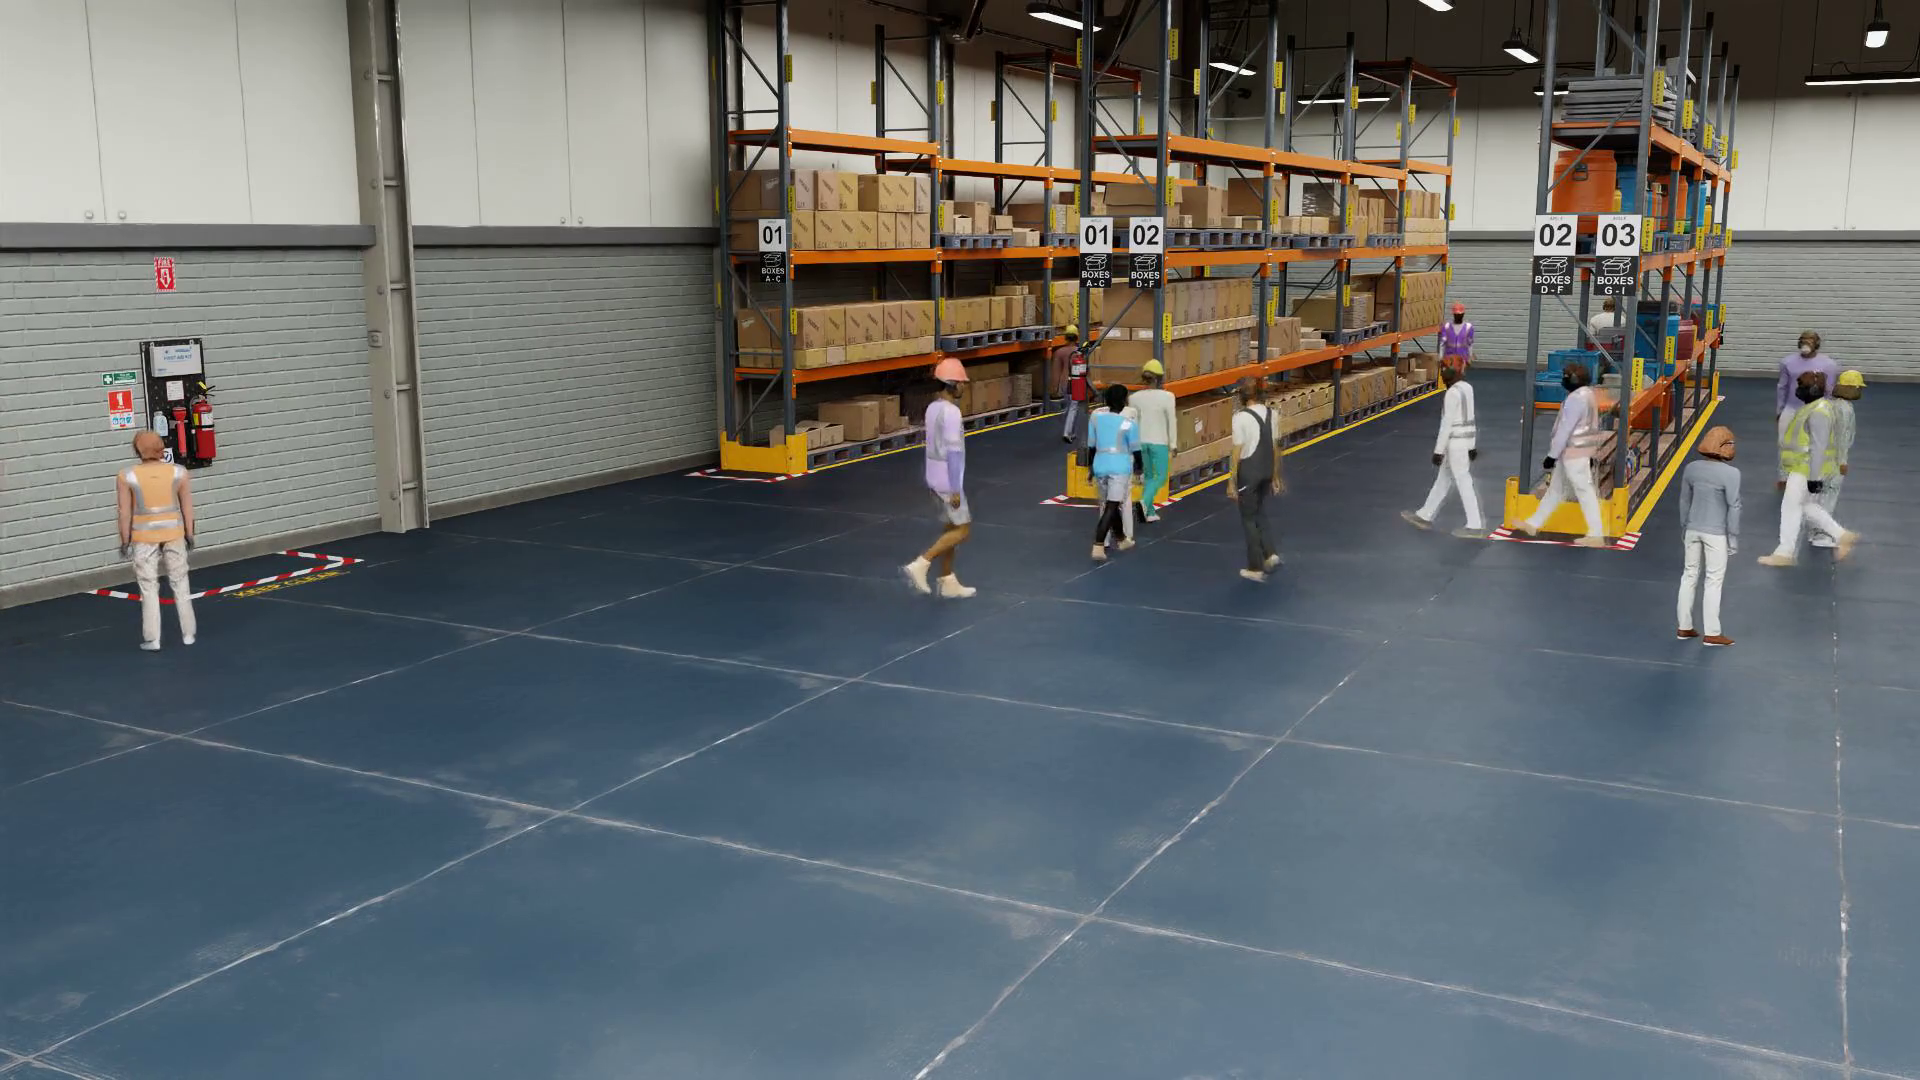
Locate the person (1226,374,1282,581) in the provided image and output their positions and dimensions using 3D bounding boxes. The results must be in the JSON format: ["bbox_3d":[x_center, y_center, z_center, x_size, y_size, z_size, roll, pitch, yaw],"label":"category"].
[{"bbox_3d":[2.560,-0.540,14.607,0.538,1.825,0.393,-7,13,-35],"label":"person"}]

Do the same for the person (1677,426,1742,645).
[{"bbox_3d":[5.581,-0.036,12.396,0.283,1.633,0.501,-5,12,-26],"label":"person"}]

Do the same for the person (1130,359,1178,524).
[{"bbox_3d":[1.986,-1.014,17.395,0.535,1.749,0.622,7,12,33],"label":"person"}]

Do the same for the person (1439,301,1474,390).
[{"bbox_3d":[8.531,-3.144,28.580,0.553,1.918,0.804,4,11,21],"label":"person"}]

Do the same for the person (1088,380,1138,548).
[{"bbox_3d":[1.494,-0.736,16.200,0.523,1.638,0.310,-3,11,-18],"label":"person"}]

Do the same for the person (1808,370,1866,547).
[{"bbox_3d":[8.605,-0.797,16.301,0.386,1.732,0.493,3,11,18],"label":"person"}]

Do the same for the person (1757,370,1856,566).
[{"bbox_3d":[7.809,-0.646,15.216,0.737,1.821,0.632,5,11,25],"label":"person"}]

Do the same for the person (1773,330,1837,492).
[{"bbox_3d":[9.868,-1.490,19.527,0.655,1.921,0.668,10,14,43],"label":"person"}]

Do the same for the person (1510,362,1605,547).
[{"bbox_3d":[5.943,-0.848,16.373,0.959,1.790,0.631,5,12,27],"label":"person"}]

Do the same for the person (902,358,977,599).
[{"bbox_3d":[-0.159,-0.487,13.759,0.570,2.029,0.616,-3,11,-17],"label":"person"}]

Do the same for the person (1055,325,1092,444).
[{"bbox_3d":[1.639,-2.295,24.462,0.524,1.726,0.885,5,12,26],"label":"person"}]

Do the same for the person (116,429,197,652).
[{"bbox_3d":[-5.873,0.002,12.181,0.522,1.636,0.310,-9,13,-39],"label":"person"}]

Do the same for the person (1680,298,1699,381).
[{"bbox_3d":[13.733,-3.694,31.761,1.024,1.857,0.619,3,11,18],"label":"person"}]

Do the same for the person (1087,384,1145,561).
[{"bbox_3d":[1.446,-0.637,15.645,0.543,1.647,0.871,8,13,38],"label":"person"}]

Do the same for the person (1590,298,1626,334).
[{"bbox_3d":[11.454,-3.314,29.439,0.631,1.939,0.372,7,12,33],"label":"person"}]

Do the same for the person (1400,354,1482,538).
[{"bbox_3d":[4.909,-0.953,16.826,0.949,1.837,0.590,6,12,31],"label":"person"}]
